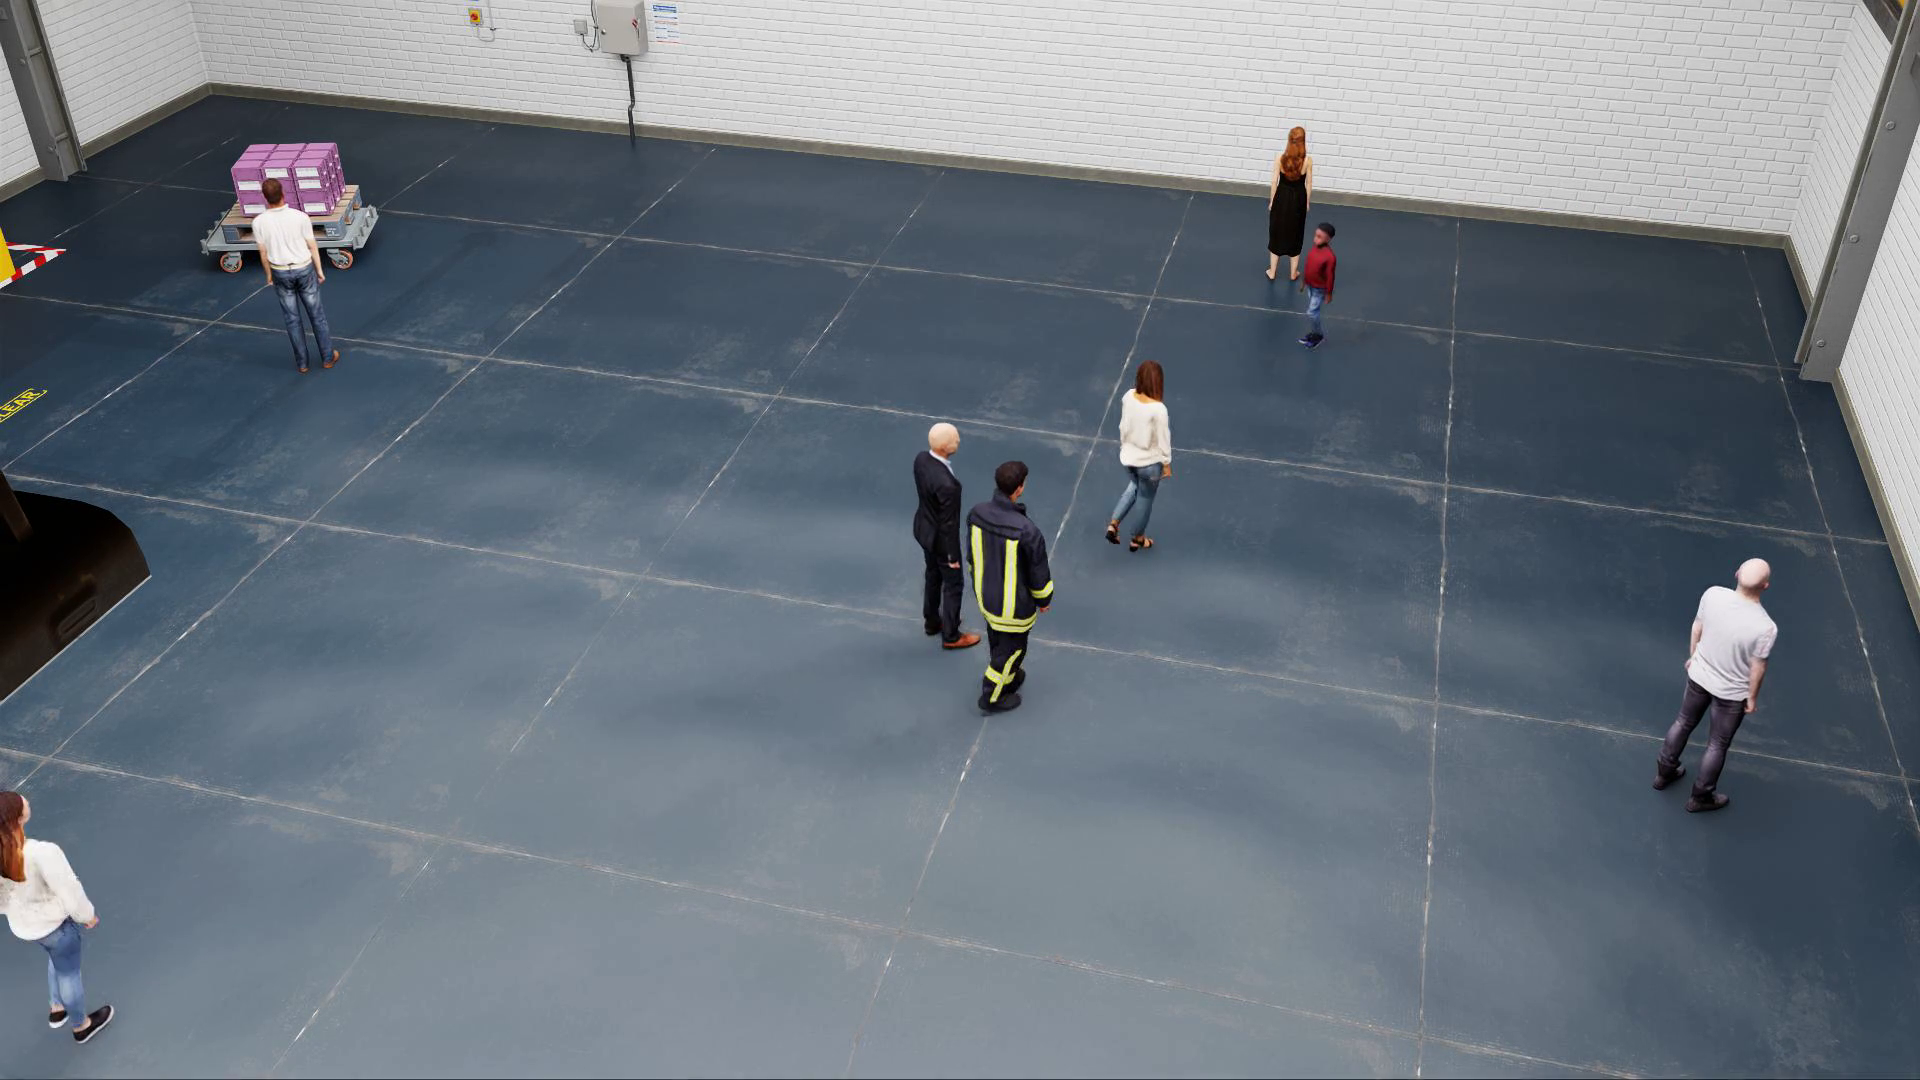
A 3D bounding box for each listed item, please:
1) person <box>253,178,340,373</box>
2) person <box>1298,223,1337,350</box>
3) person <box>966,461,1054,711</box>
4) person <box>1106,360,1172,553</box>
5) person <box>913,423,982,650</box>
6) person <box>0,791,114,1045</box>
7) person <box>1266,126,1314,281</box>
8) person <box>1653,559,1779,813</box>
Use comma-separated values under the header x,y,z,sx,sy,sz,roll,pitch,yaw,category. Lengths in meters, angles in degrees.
x,y,z,sx,sy,sz,roll,pitch,yaw,category
-6.131,-2.435,15.301,0.751,1.856,0.763,-10,35,-14,person
3.470,-2.448,15.873,0.644,1.245,0.567,-13,36,-18,person
0.287,0.330,11.084,0.937,1.920,0.939,26,42,33,person
1.333,-0.589,12.691,0.847,1.671,0.789,-22,39,-29,person
-0.179,-0.035,11.746,0.880,1.794,0.804,-15,36,-21,person
-4.848,2.042,8.722,0.647,1.683,0.597,13,36,19,person
3.371,-3.440,17.020,0.587,1.626,0.600,4,34,7,person
4.711,0.882,10.333,0.807,1.831,0.744,-17,37,-24,person
